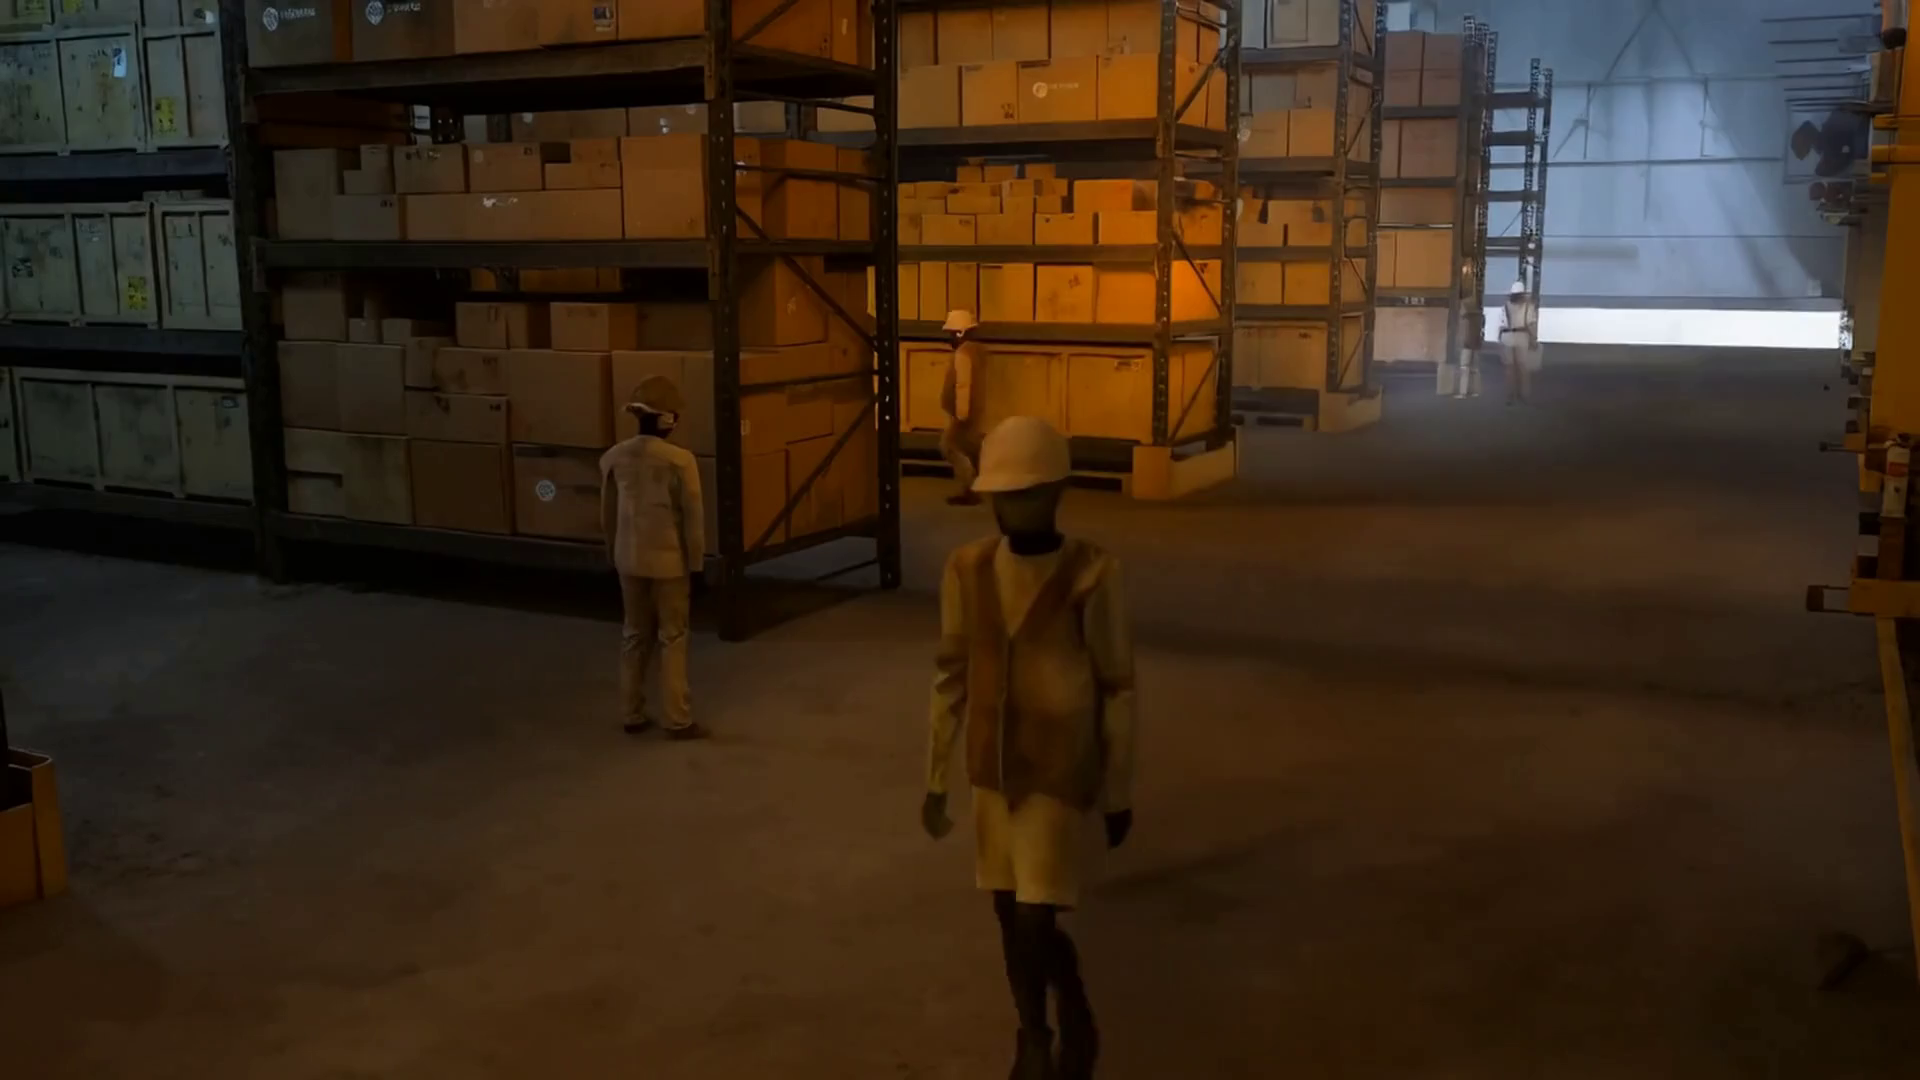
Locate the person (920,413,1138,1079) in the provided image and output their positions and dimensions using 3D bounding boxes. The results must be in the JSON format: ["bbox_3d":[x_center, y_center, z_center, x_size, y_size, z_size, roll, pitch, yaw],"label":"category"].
[{"bbox_3d":[0.164,0.623,4.402,0.555,1.918,0.407,7,12,34],"label":"person"}]

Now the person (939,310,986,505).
[{"bbox_3d":[0.022,-1.197,15.269,0.418,1.819,0.599,3,10,15],"label":"person"}]

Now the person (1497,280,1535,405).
[{"bbox_3d":[8.484,-3.004,25.419,0.541,1.915,0.510,4,11,23],"label":"person"}]

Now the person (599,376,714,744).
[{"bbox_3d":[-1.443,0.092,7.971,0.565,1.750,0.341,5,11,28],"label":"person"}]

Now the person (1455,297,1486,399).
[{"bbox_3d":[8.145,-3.059,26.548,0.513,1.640,0.309,-3,10,-16],"label":"person"}]
